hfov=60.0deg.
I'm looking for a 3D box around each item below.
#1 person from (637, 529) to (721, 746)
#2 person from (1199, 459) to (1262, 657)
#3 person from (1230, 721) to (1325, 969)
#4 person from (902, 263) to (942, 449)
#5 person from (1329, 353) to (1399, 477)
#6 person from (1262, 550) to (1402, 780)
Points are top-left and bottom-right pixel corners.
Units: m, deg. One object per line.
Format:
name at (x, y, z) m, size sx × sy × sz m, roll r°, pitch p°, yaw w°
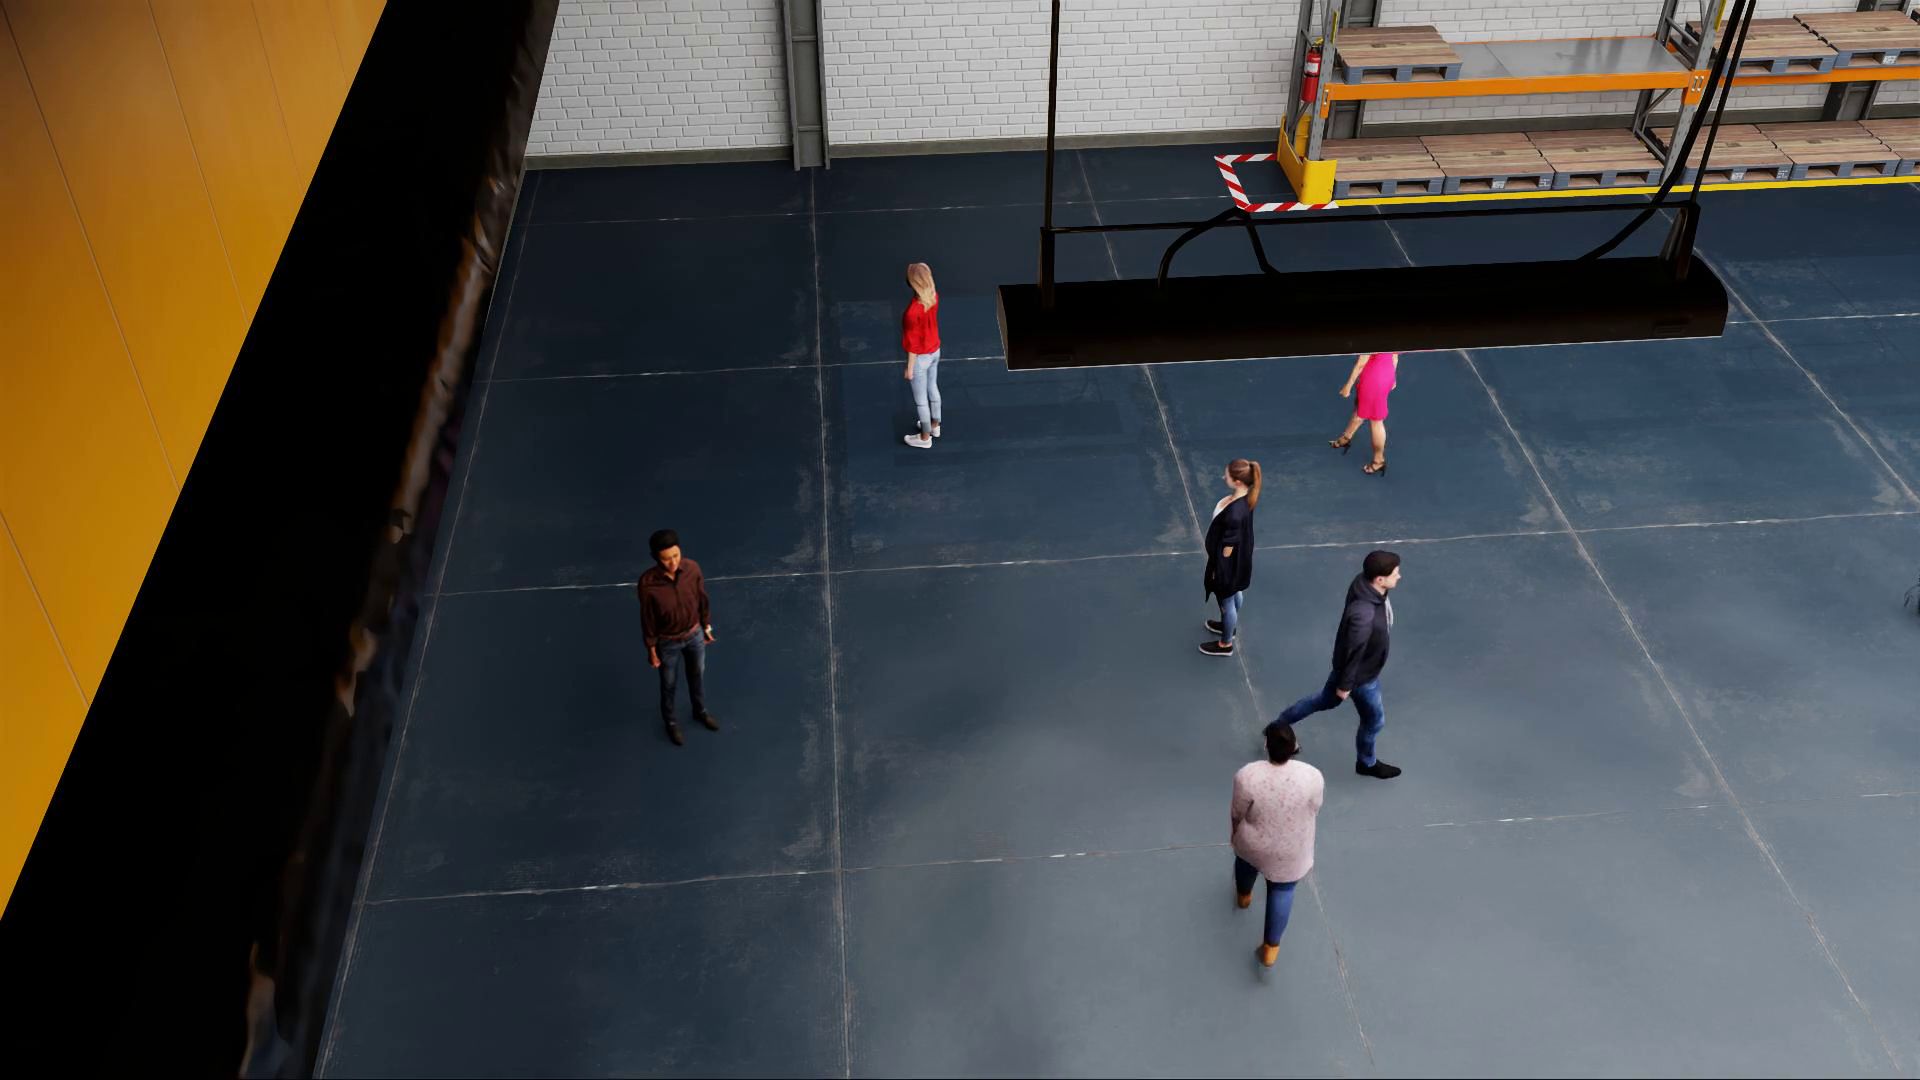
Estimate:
person at (-1.893, 0.631, 11.108) m, size 0.622 × 1.775 × 0.769 m, roll -22°, pitch 43°, yaw -25°
person at (1.937, 0.115, 11.823) m, size 0.712 × 1.691 × 0.714 m, roll 14°, pitch 41°, yaw 17°
person at (1.833, 1.770, 9.727) m, size 1.058 × 1.720 × 0.945 m, roll 7°, pitch 39°, yaw 9°
person at (-0.314, -1.539, 13.883) m, size 0.686 × 1.703 × 0.690 m, roll 17°, pitch 42°, yaw 20°
person at (3.449, -1.238, 13.504) m, size 0.919 × 1.706 × 0.876 m, roll 31°, pitch 48°, yaw 33°
person at (2.473, 0.804, 10.827) m, size 1.262 × 1.856 × 0.926 m, roll 8°, pitch 39°, yaw 9°
